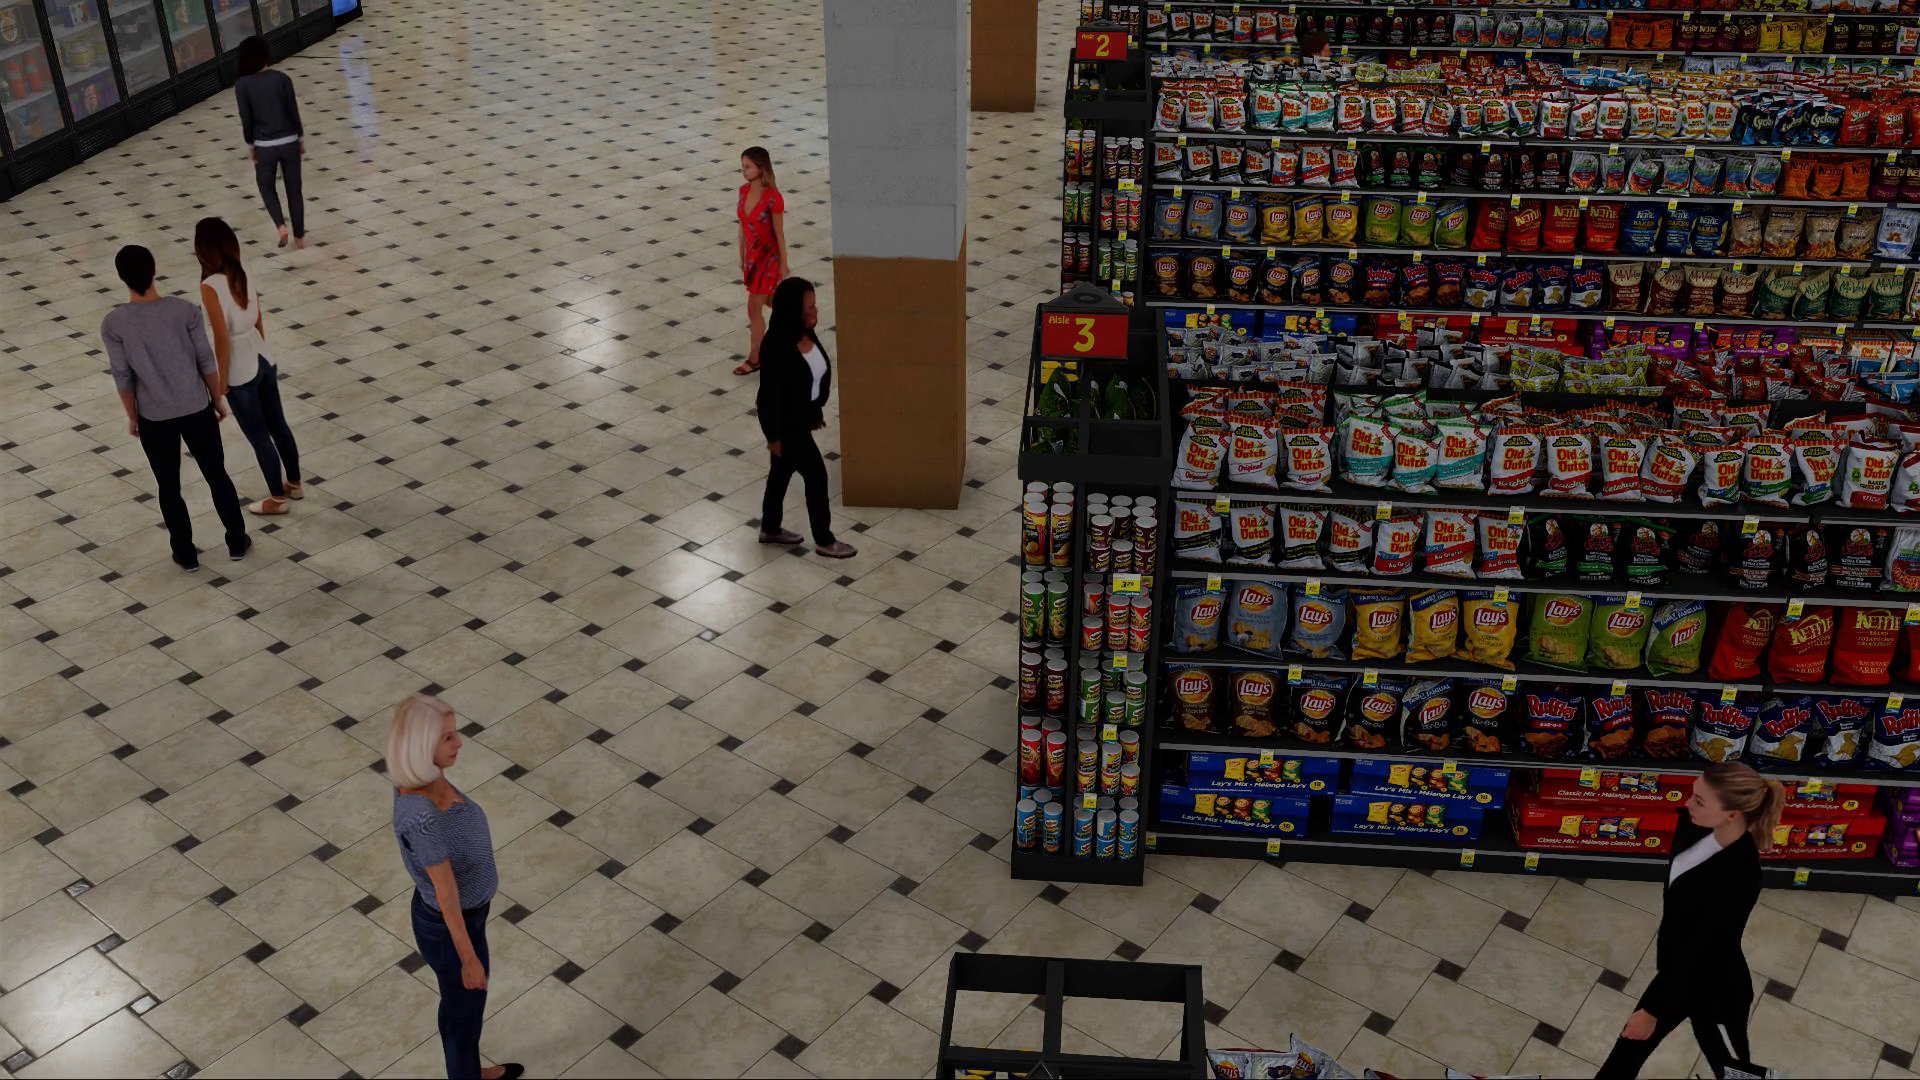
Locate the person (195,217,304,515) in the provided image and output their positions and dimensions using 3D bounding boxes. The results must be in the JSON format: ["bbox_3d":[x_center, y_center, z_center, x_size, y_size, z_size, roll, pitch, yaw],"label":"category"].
[{"bbox_3d":[-4.081,-0.990,9.554,0.568,1.785,0.613,7,29,13],"label":"person"}]

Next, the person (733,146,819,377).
[{"bbox_3d":[-1.290,-1.949,11.542,1.032,1.565,1.026,-25,37,-38],"label":"person"}]

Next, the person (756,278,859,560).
[{"bbox_3d":[-1.013,-0.656,9.148,0.865,1.588,0.700,5,29,10],"label":"person"}]

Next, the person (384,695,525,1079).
[{"bbox_3d":[-1.690,1.259,5.506,0.649,1.719,0.658,-10,30,-17],"label":"person"}]

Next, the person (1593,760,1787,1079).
[{"bbox_3d":[2.427,1.454,5.225,1.119,1.646,0.735,6,29,11],"label":"person"}]

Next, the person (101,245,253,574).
[{"bbox_3d":[-4.234,-0.700,8.964,0.689,1.843,0.798,-15,32,-26],"label":"person"}]

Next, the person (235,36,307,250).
[{"bbox_3d":[-5.604,-3.225,13.676,0.827,1.759,0.868,-14,31,-23],"label":"person"}]
